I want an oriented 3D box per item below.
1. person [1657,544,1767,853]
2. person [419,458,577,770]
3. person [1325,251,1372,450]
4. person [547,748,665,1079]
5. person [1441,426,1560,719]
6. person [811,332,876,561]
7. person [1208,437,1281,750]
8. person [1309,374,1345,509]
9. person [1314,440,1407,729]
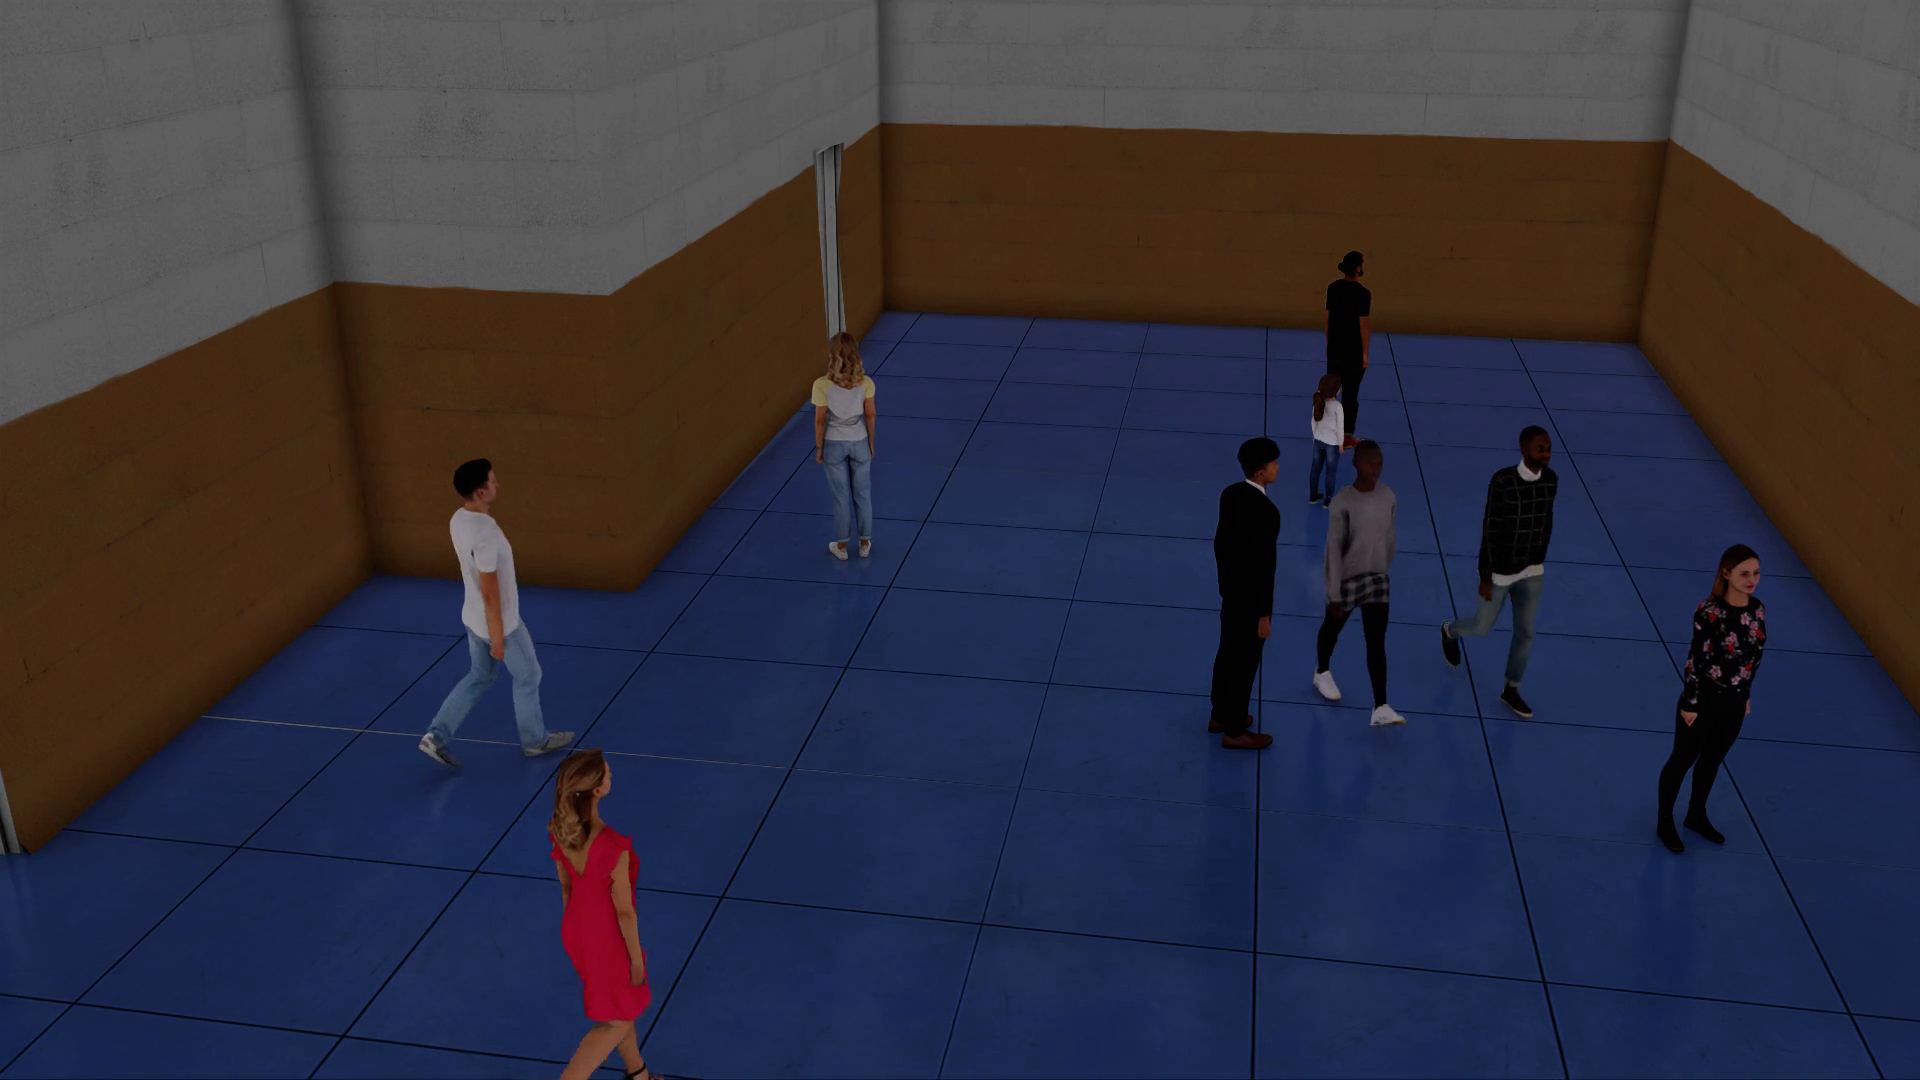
[{"bbox_3d":[3.912,0.810,8.633,0.591,1.683,0.705,-7,23,-16],"label":"person"},{"bbox_3d":[-2.707,0.457,9.300,1.180,1.840,1.138,-16,27,-34],"label":"person"},{"bbox_3d":[3.425,-1.690,14.751,0.786,1.759,0.716,-16,27,-35],"label":"person"},{"bbox_3d":[-1.477,1.633,6.558,0.974,1.703,0.932,18,28,37],"label":"person"},{"bbox_3d":[3.308,0.139,10.148,1.109,1.797,1.000,-6,23,-15],"label":"person"},{"bbox_3d":[-0.839,-0.688,12.281,0.625,1.726,0.761,-6,23,-14],"label":"person"},{"bbox_3d":[1.643,0.300,9.636,0.724,1.881,0.775,-6,23,-14],"label":"person"},{"bbox_3d":[2.970,-0.819,13.453,0.595,1.110,0.530,-18,28,-38],"label":"person"},{"bbox_3d":[2.332,0.226,10.023,1.178,1.730,1.051,-6,23,-15],"label":"person"}]
